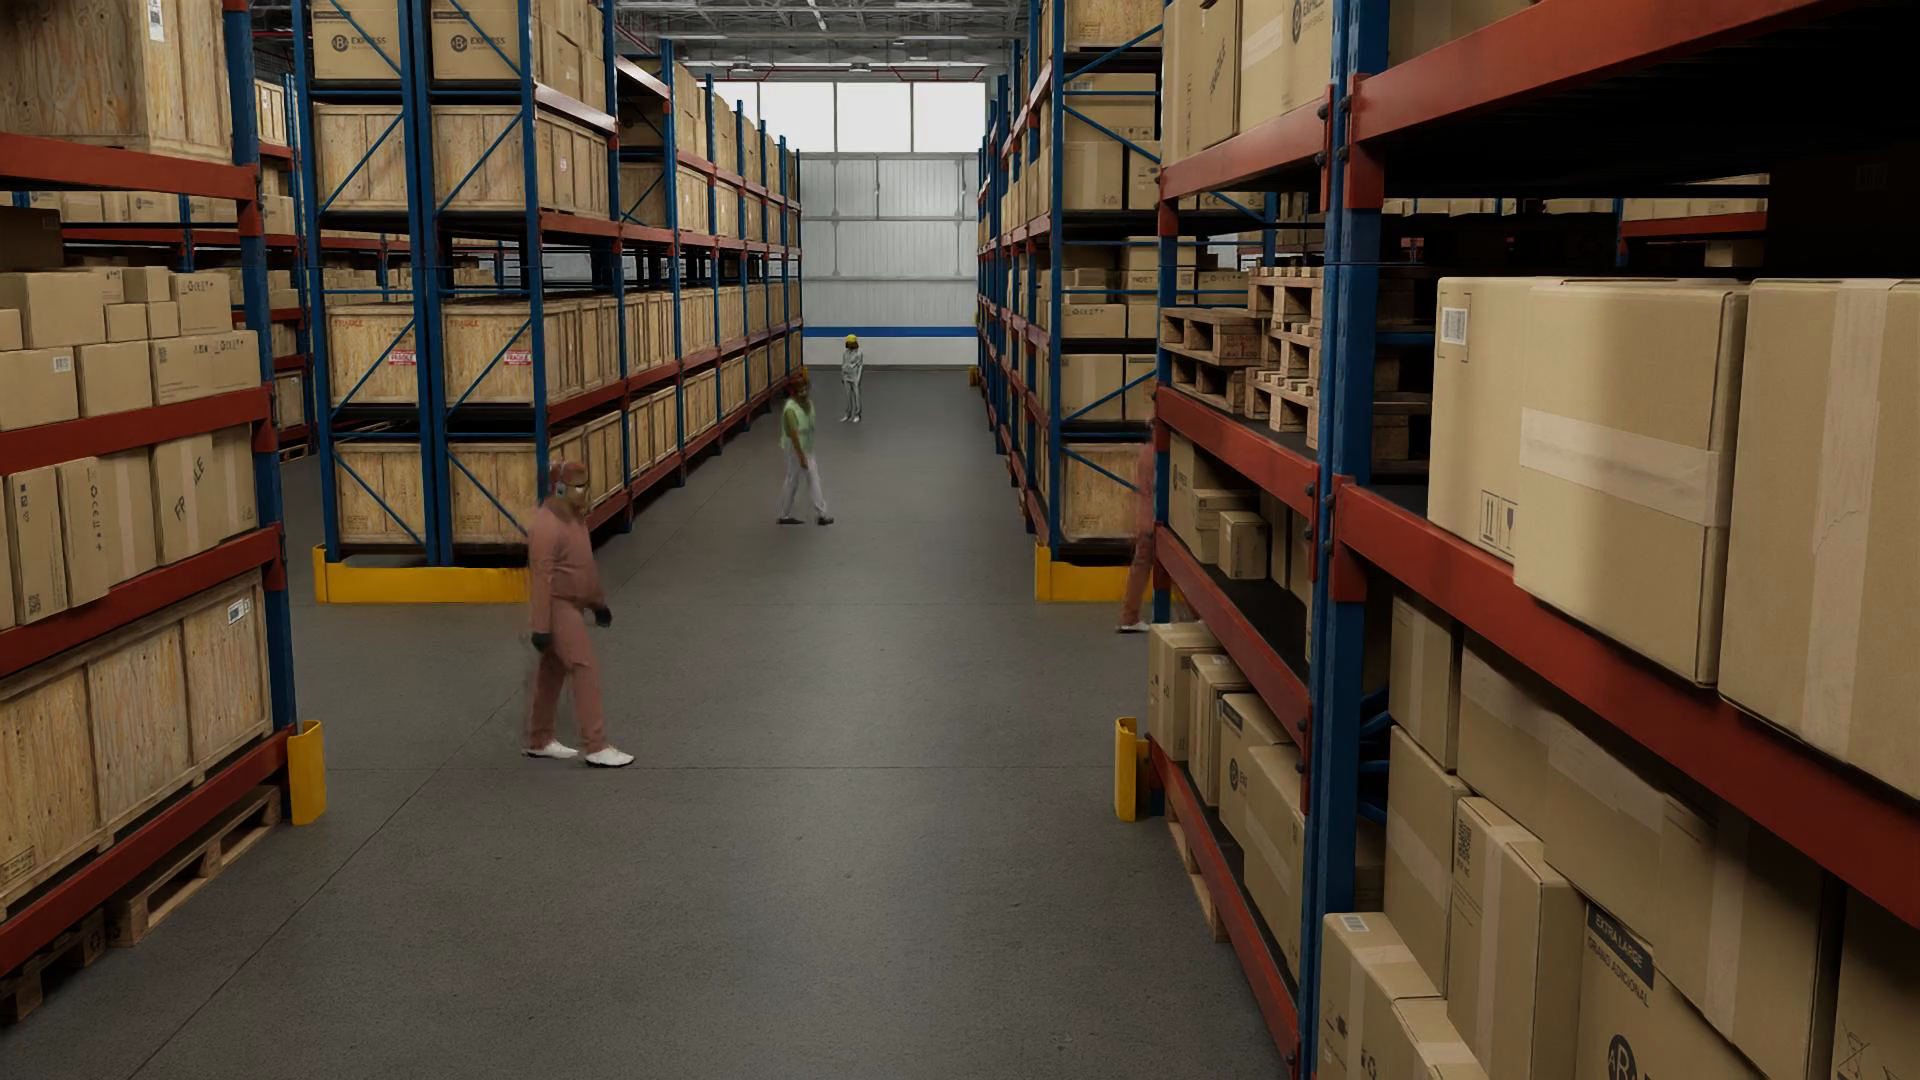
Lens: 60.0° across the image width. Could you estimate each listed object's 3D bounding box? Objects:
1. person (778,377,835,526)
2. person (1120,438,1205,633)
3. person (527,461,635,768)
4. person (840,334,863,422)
[{"bbox_3d":[-1.818,-1.029,19.522,0.826,1.783,0.639,5,11,30],"label":"person"},{"bbox_3d":[1.775,-0.142,13.824,0.967,1.856,0.681,-2,10,-14],"label":"person"},{"bbox_3d":[-2.315,0.452,10.176,0.839,1.876,0.668,0,9,-1],"label":"person"},{"bbox_3d":[-2.152,-3.213,33.029,0.487,1.746,0.289,6,11,33],"label":"person"}]
